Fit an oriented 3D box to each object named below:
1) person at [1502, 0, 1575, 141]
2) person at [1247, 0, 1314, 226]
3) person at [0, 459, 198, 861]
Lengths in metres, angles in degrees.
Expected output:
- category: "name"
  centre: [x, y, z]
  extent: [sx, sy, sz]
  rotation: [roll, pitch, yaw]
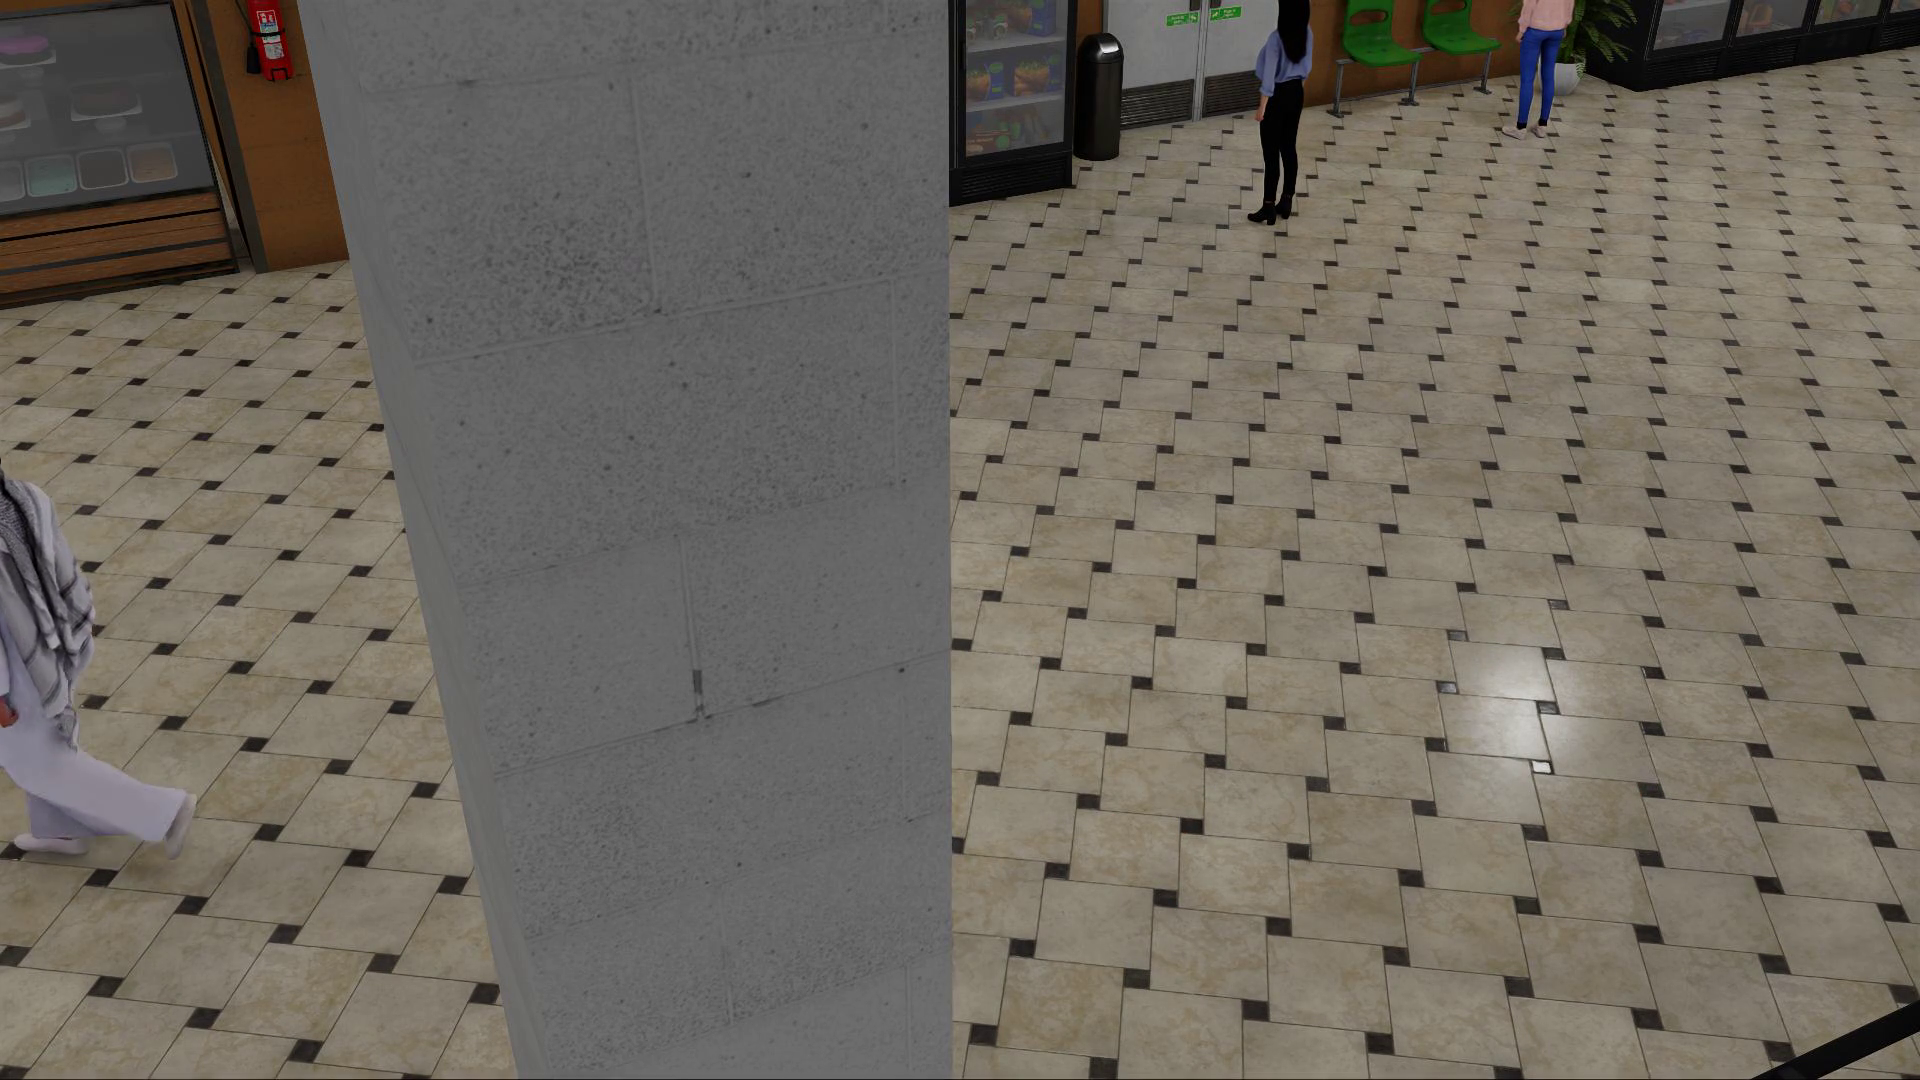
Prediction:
- category: "person"
  centre: [4.858, -4.232, 13.842]
  extent: [0.684, 1.768, 0.596]
  rotation: [-8, 33, -13]
- category: "person"
  centre: [2.362, -3.183, 12.179]
  extent: [0.702, 1.744, 0.649]
  rotation: [-24, 39, -33]
- category: "person"
  centre: [-3.364, 0.462, 6.170]
  extent: [1.034, 1.902, 1.109]
  rotation: [1, 32, 1]
